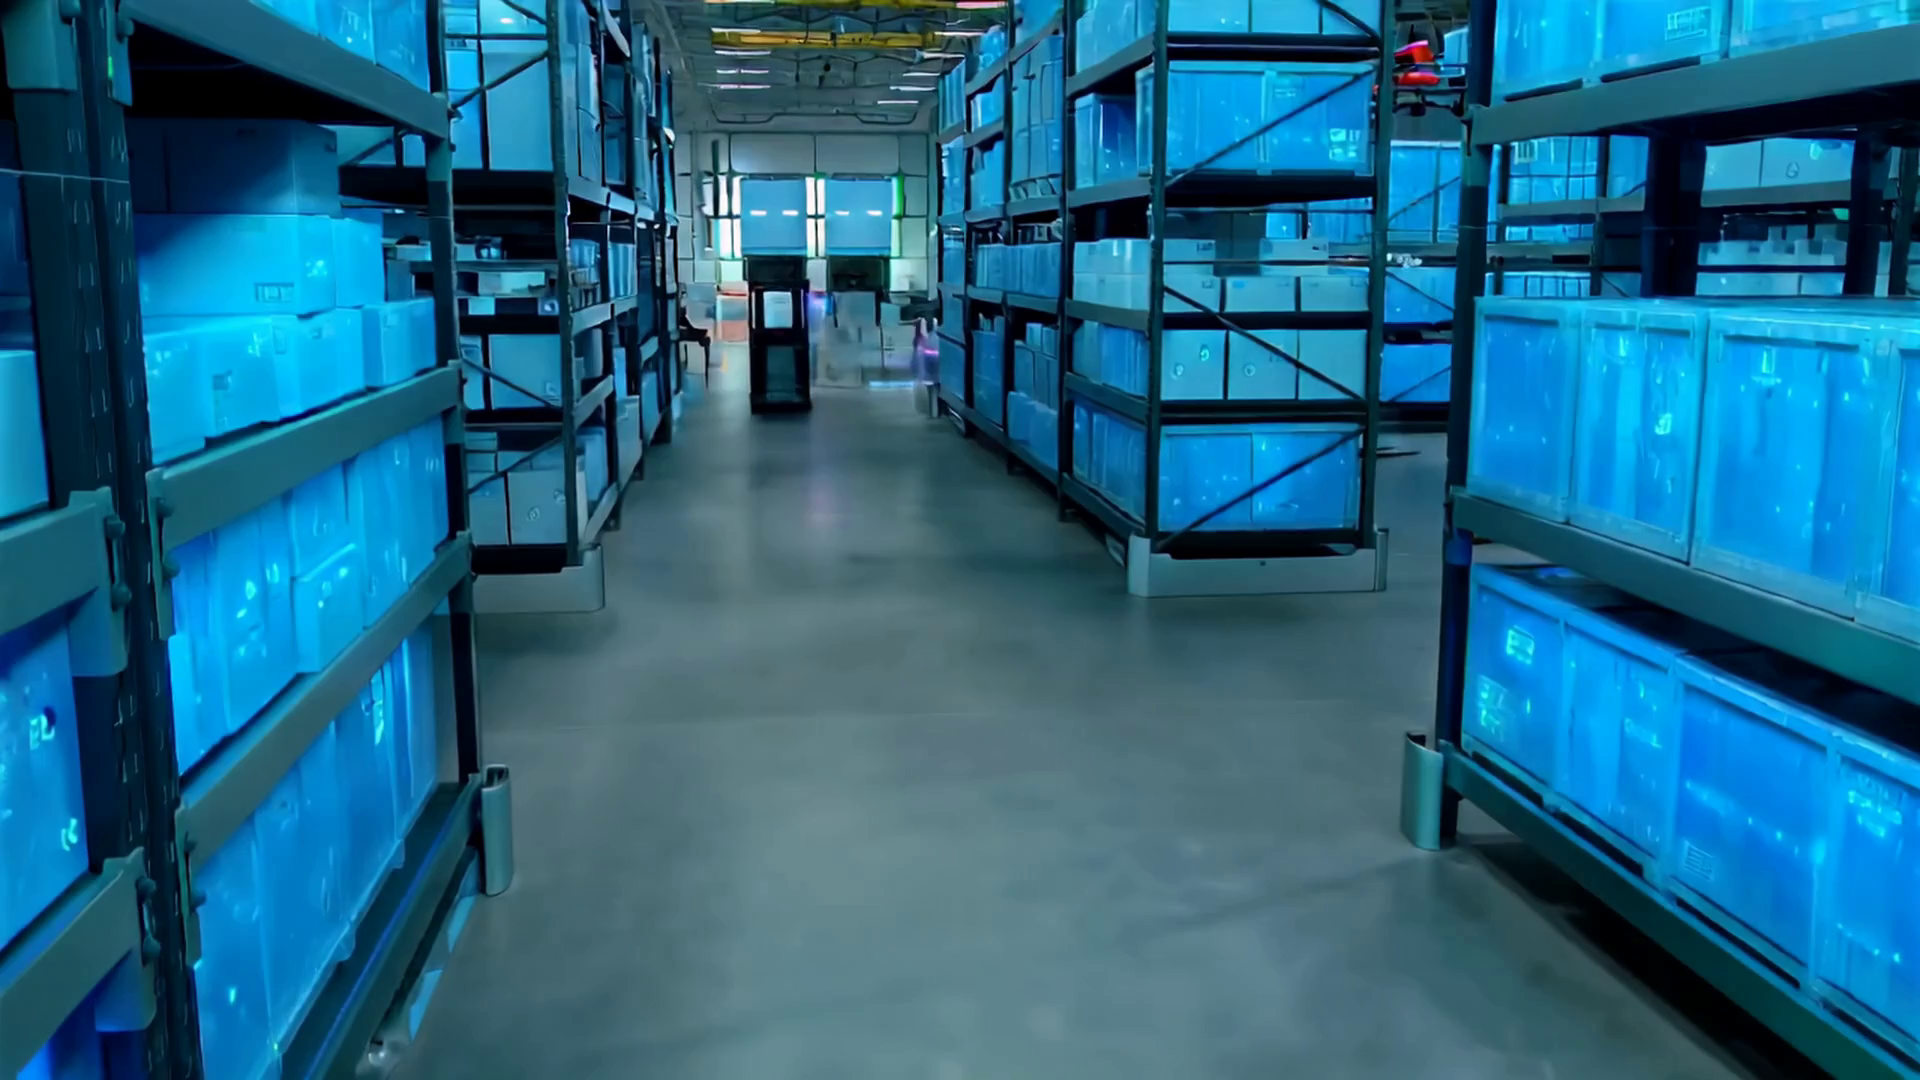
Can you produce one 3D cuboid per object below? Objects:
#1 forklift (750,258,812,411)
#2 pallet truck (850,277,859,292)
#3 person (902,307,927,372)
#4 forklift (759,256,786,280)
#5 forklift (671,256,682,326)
[{"bbox_3d":[-3.388,-3.874,31.119,1.129,2.768,1.873,-1,10,-7],"label":"forklift"},{"bbox_3d":[-3.782,-9.391,65.808,1.885,1.965,0.823,2,10,10],"label":"pallet truck"},{"bbox_3d":[-1.008,-4.967,41.219,0.884,1.594,0.531,-3,10,-16],"label":"person"},{"bbox_3d":[-6.855,-9.006,60.996,1.129,2.768,1.873,-5,11,-26],"label":"forklift"},{"bbox_3d":[-11.300,-9.496,63.850,1.129,2.768,1.873,-1,10,-7],"label":"forklift"}]
